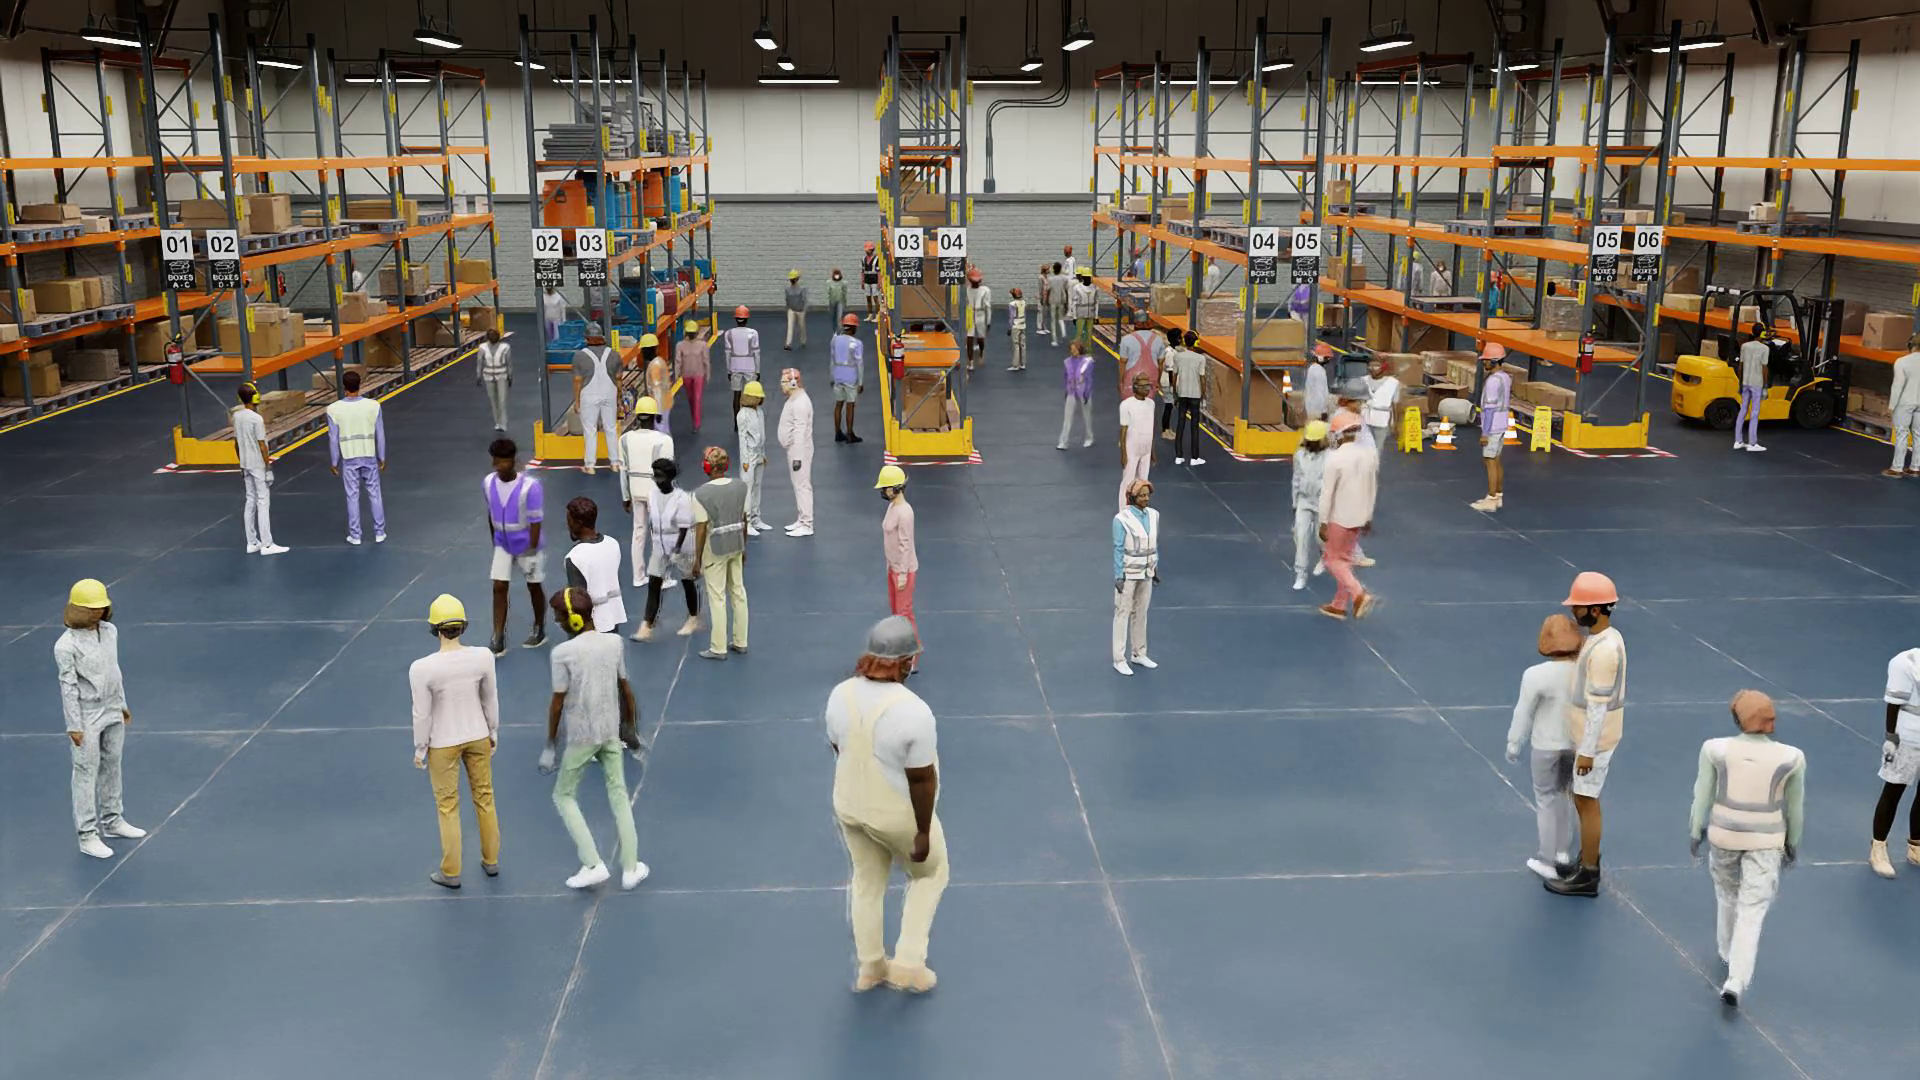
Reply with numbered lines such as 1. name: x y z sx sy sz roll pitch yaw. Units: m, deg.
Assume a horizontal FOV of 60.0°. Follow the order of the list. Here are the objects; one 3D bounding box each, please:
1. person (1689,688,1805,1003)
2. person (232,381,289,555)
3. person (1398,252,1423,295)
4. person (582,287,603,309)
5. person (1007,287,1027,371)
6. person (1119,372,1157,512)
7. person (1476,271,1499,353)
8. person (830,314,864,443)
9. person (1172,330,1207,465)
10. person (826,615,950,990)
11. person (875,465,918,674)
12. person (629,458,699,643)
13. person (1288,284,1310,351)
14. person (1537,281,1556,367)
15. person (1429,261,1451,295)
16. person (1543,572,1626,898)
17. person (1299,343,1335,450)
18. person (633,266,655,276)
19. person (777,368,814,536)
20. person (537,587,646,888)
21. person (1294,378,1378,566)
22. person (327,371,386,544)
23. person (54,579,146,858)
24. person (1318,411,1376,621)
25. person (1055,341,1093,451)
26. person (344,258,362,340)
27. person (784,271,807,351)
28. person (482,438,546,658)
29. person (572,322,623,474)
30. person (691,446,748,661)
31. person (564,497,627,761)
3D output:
1. person: 4.047 1.565 8.593 0.521 1.607 0.820 8 15 29
2. person: -7.569 -0.771 17.905 0.520 1.870 0.326 8 16 31
3. person: 11.283 -6.343 41.743 0.599 1.771 0.867 10 16 35
4. person: -8.246 -5.322 37.508 0.496 1.716 0.693 -1 13 -3
5. person: 1.127 -4.145 32.689 0.308 1.640 0.511 11 17 38
6. person: 2.020 -0.983 18.850 0.506 1.847 0.343 -10 17 -36
7. person: 11.228 -4.839 35.375 0.559 1.755 0.320 -7 15 -27
8. person: -1.662 -2.386 24.654 0.585 1.921 0.430 7 15 27
9. person: 3.172 -1.965 22.958 0.518 1.872 0.326 8 15 29
10. person: -0.353 1.349 8.551 0.684 2.000 0.540 9 16 35
11. person: -0.527 0.246 13.847 0.342 1.755 0.532 -4 14 -16
12. person: -2.594 0.103 14.635 0.531 1.650 0.832 7 15 26
13. person: 7.335 -4.920 35.659 0.627 1.806 0.910 5 14 21
14. person: 11.768 -4.328 33.336 0.318 1.700 0.534 1 13 5
15. person: 11.868 -6.120 41.152 0.521 1.595 0.613 2 13 9
16. person: 3.666 1.132 9.739 0.389 1.923 0.550 5 14 19
17. person: 4.908 -1.806 22.568 0.674 1.725 0.588 1 13 4
18. person: -7.837 -6.236 41.300 0.560 1.752 0.325 -5 14 -22
19. person: -1.860 -0.994 18.800 0.399 1.900 0.635 -3 14 -12
20. person: -2.158 1.173 9.715 0.400 1.844 0.658 13 18 43
21. person: 3.965 -0.749 17.440 0.821 2.000 0.692 4 14 18
22. person: -6.644 -0.907 18.370 0.588 1.920 0.392 -7 15 -26
23. person: -5.336 1.084 10.318 0.323 1.741 0.491 3 14 11
24. person: 3.595 -0.183 15.244 0.640 1.955 0.718 -8 16 -31
25. person: 1.700 -2.093 24.098 0.515 1.588 0.864 7 15 28
26. person: -13.788 -5.465 37.771 0.599 1.873 0.423 10 17 37
27. person: -3.543 -4.949 35.919 0.538 1.716 0.916 3 14 13
28. person: -3.841 0.071 14.239 0.604 1.910 0.906 4 14 15
29. person: -4.897 -1.918 22.391 0.690 2.000 0.538 -7 15 -29
30. person: -2.029 0.119 14.176 0.394 1.847 0.563 12 18 42
31. person: -2.594 0.632 11.883 0.397 1.910 0.587 4 14 17
